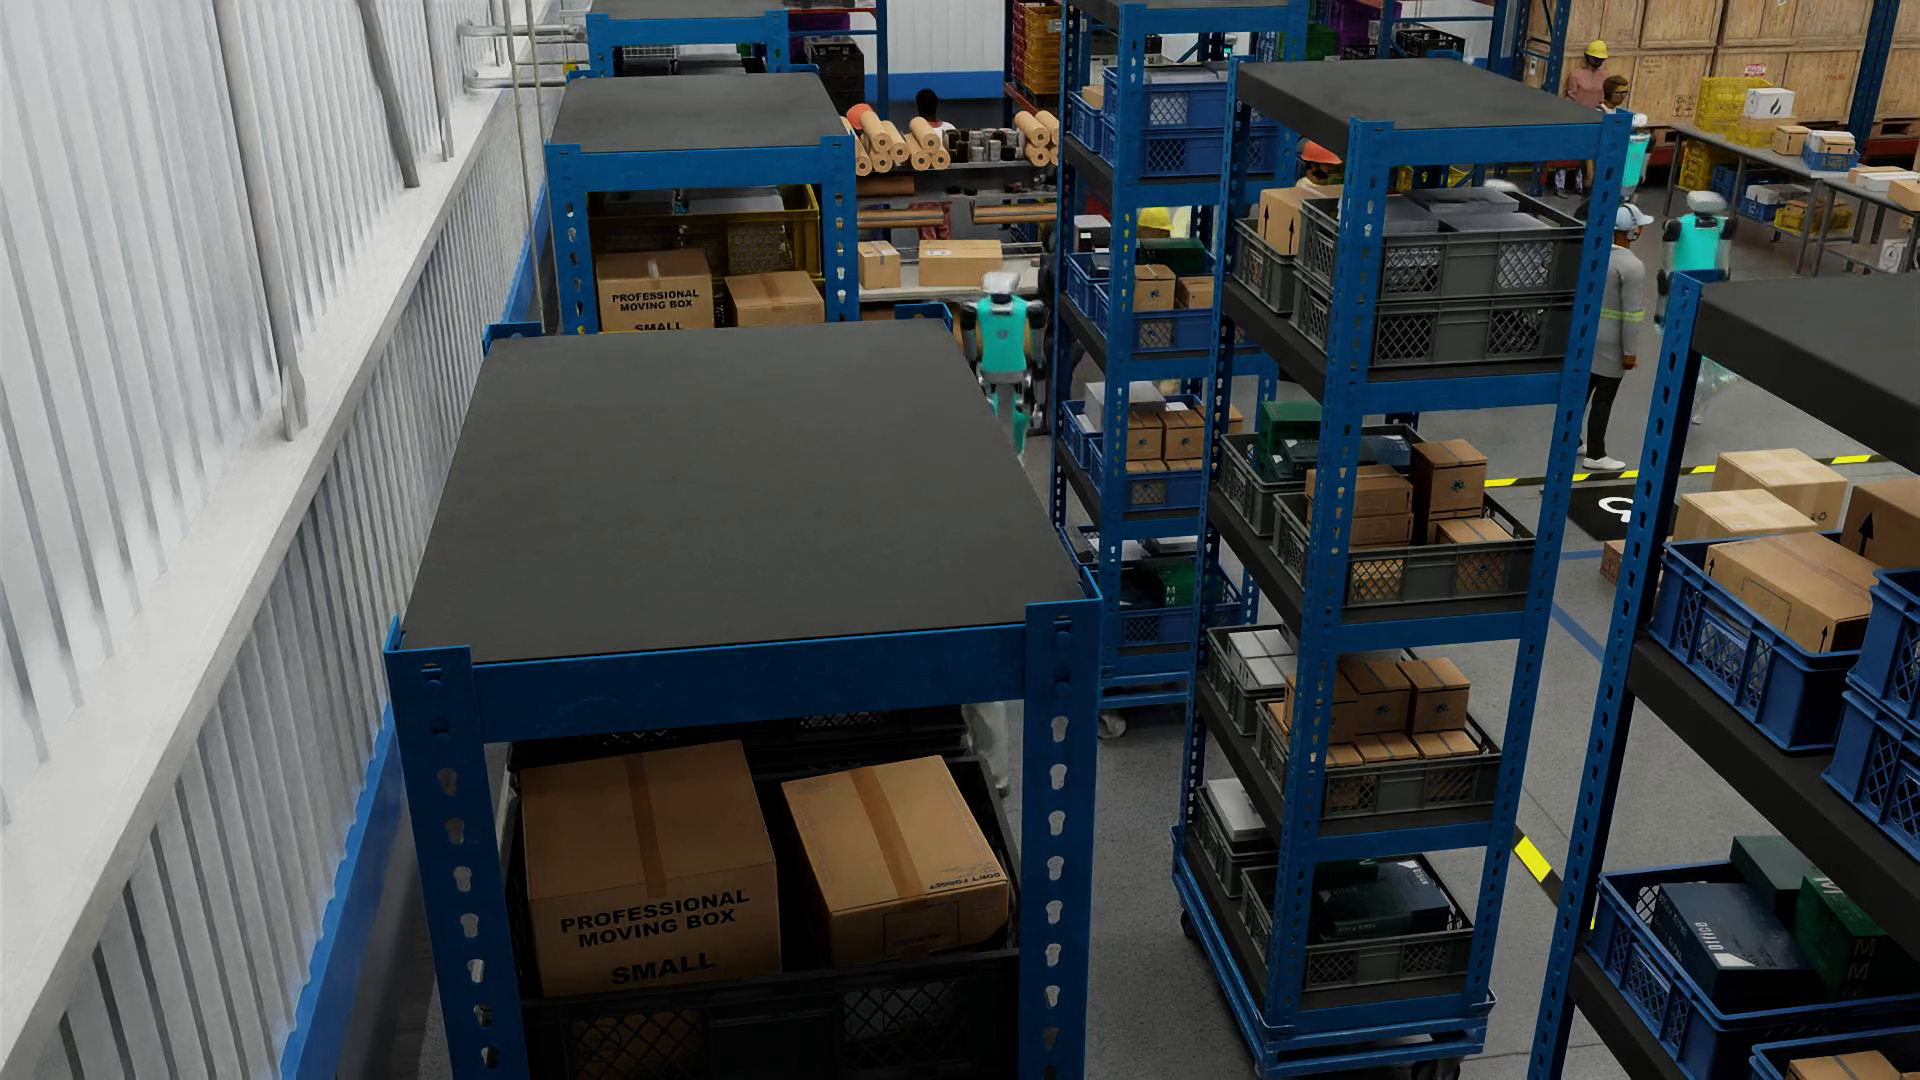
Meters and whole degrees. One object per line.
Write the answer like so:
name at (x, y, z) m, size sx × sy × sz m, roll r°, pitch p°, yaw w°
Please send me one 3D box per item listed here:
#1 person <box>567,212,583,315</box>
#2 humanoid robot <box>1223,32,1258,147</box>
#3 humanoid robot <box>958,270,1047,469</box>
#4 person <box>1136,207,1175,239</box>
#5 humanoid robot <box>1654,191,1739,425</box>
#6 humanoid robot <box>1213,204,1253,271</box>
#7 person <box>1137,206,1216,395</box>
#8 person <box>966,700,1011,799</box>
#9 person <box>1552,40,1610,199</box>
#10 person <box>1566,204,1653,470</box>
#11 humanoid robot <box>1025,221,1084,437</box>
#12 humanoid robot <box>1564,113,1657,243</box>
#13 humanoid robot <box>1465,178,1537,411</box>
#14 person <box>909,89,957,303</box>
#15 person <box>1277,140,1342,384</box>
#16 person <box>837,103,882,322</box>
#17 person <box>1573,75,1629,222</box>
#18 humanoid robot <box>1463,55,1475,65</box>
person at (-2.746, -1.871, 12.470) m, size 0.512 × 1.858 × 0.333 m, roll -19°, pitch 31°, yaw -35°
humanoid robot at (3.271, -5.009, 19.274) m, size 0.735 × 1.674 × 0.533 m, roll 2°, pitch 25°, yaw 5°
humanoid robot at (0.291, -0.958, 10.660) m, size 0.556 × 1.778 × 0.981 m, roll 2°, pitch 25°, yaw 4°
person at (1.333, -1.530, 11.860) m, size 0.321 × 1.740 × 0.491 m, roll 5°, pitch 25°, yaw 11°
humanoid robot at (5.290, -1.590, 11.837) m, size 0.533 × 1.677 × 0.735 m, roll -3°, pitch 25°, yaw -5°
humanoid robot at (2.256, -2.311, 13.634) m, size 0.585 × 1.655 × 0.354 m, roll -4°, pitch 25°, yaw -9°
person at (1.592, -2.034, 12.865) m, size 0.642 × 1.812 × 0.796 m, roll 13°, pitch 28°, yaw 27°
person at (0.080, 0.349, 7.675) m, size 0.405 × 1.833 × 0.565 m, roll -5°, pitch 25°, yaw -10°
person at (7.085, -4.763, 18.873) m, size 0.525 × 1.760 × 0.335 m, roll -5°, pitch 25°, yaw -12°
person at (4.465, -1.392, 11.430) m, size 0.370 × 1.852 × 0.588 m, roll -7°, pitch 26°, yaw -14°
humanoid robot at (0.728, -1.445, 11.782) m, size 0.407 × 1.642 × 0.590 m, roll -12°, pitch 27°, yaw -24°
humanoid robot at (5.800, -2.981, 15.021) m, size 0.544 × 1.767 × 0.919 m, roll -10°, pitch 27°, yaw -21°
humanoid robot at (4.190, -1.842, 12.574) m, size 0.788 × 1.792 × 0.545 m, roll -5°, pitch 25°, yaw -11°
person at (-0.252, -3.108, 15.088) m, size 0.398 × 1.915 × 0.588 m, roll 19°, pitch 31°, yaw 36°
person at (2.739, -2.204, 13.093) m, size 0.375 × 1.936 × 0.547 m, roll 6°, pitch 25°, yaw 13°
person at (-0.819, -2.570, 13.766) m, size 0.395 × 2.043 × 0.607 m, roll -18°, pitch 30°, yaw -34°
person at (6.252, -3.617, 16.292) m, size 0.340 × 1.837 × 0.502 m, roll 20°, pitch 31°, yaw 37°
humanoid robot at (5.148, -4.380, 18.124) m, size 1.035 × 1.776 × 0.537 m, roll 9°, pitch 26°, yaw 18°
